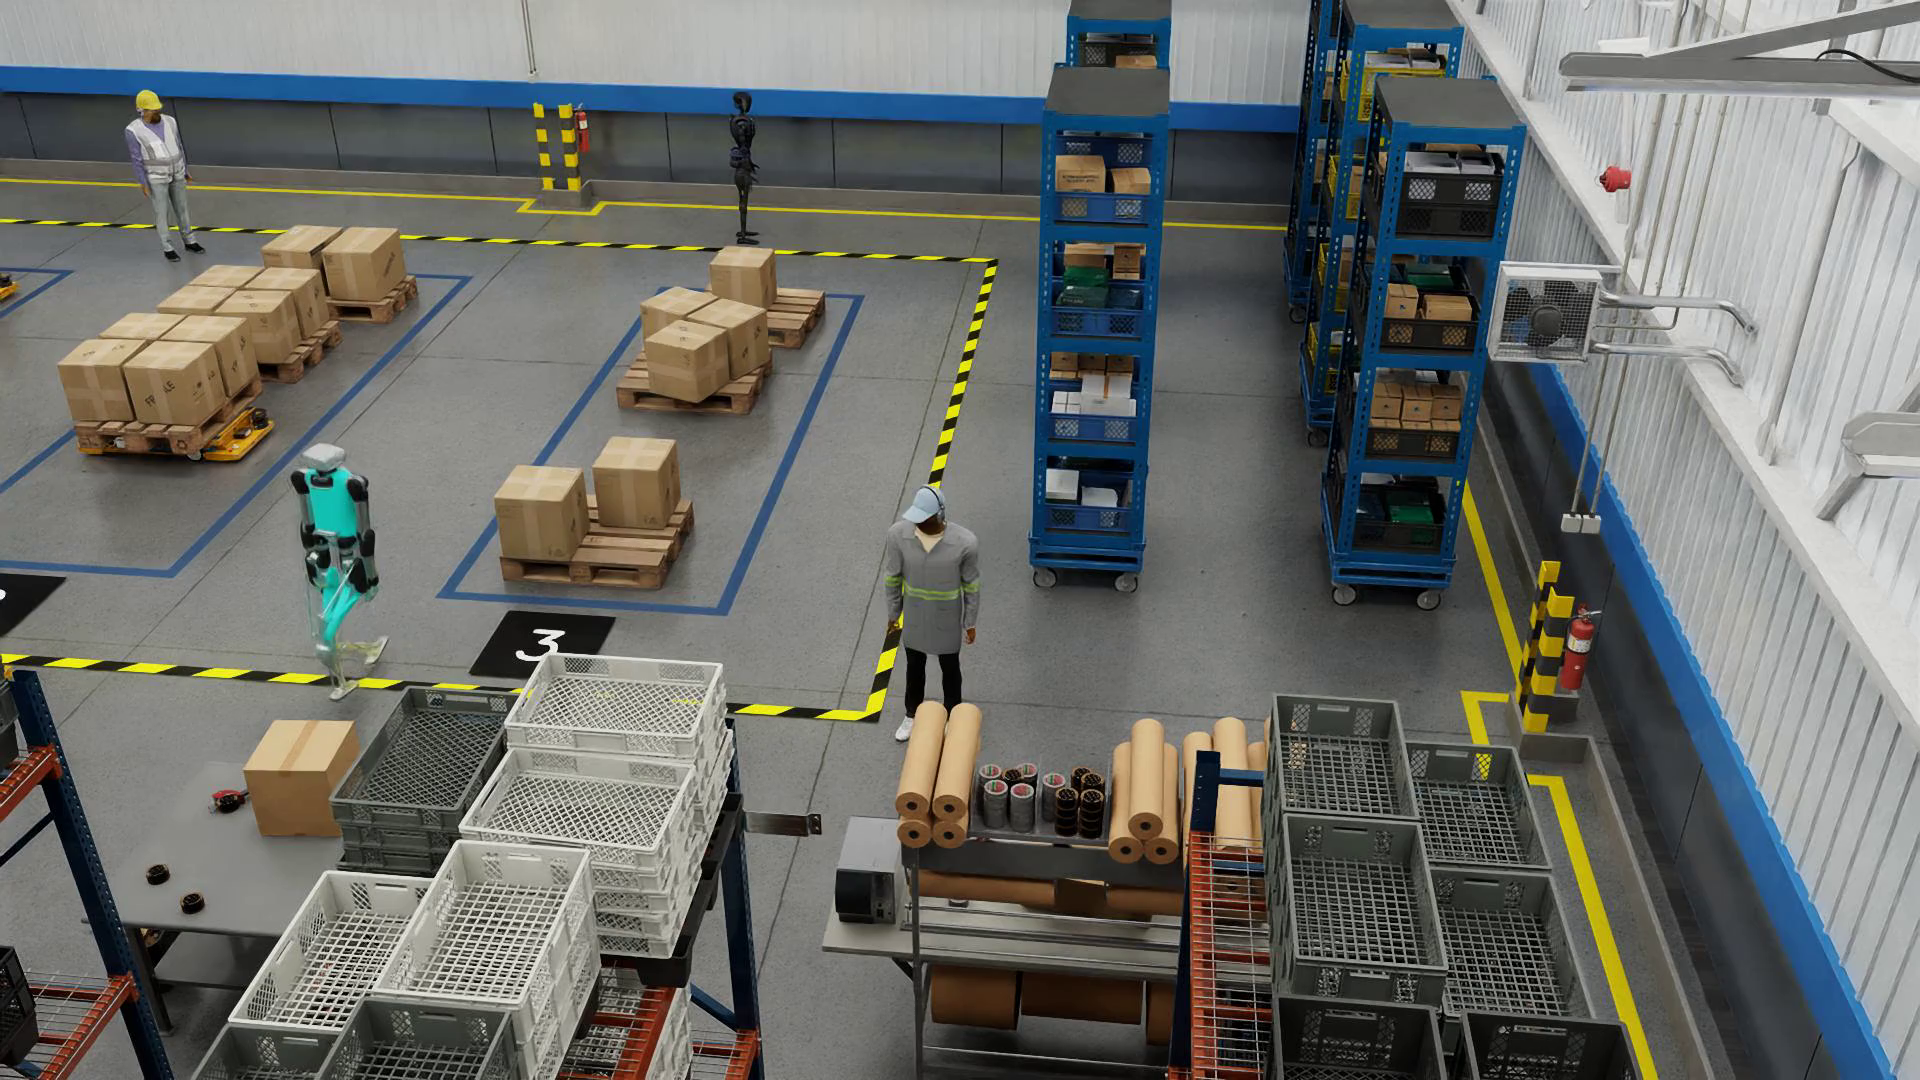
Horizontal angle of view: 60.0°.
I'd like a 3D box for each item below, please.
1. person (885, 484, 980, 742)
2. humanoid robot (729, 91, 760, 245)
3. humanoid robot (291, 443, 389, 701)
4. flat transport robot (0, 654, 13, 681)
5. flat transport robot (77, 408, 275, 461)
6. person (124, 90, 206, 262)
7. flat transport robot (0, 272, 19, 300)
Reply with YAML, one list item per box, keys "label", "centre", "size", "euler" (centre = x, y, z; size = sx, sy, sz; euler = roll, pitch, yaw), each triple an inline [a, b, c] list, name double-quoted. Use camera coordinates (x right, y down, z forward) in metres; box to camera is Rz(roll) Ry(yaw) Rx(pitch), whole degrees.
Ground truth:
- label: "person"
  centre: [-0.178, 0.473, 10.288]
  size: [0.593, 1.849, 0.393]
  euler: [7, 31, 12]
- label: "humanoid robot"
  centre: [-2.373, -4.120, 18.337]
  size: [0.315, 1.655, 0.599]
  euler: [-2, 30, -3]
- label: "humanoid robot"
  centre: [-4.073, 0.280, 10.725]
  size: [0.539, 1.736, 0.964]
  euler: [9, 31, 15]
- label: "flat transport robot"
  centre: [-7.142, 0.969, 11.010]
  size: [1.431, 0.231, 0.659]
  euler: [3, 30, 6]
- label: "flat transport robot"
  centre: [-6.728, -0.944, 14.268]
  size: [1.431, 0.197, 0.652]
  euler: [3, 30, 6]
- label: "person"
  centre: [-8.531, -3.917, 17.848]
  size: [0.404, 1.828, 0.602]
  euler: [19, 35, 29]
- label: "flat transport robot"
  centre: [-10.551, -2.579, 17.075]
  size: [1.431, 0.197, 0.652]
  euler: [3, 30, 6]
